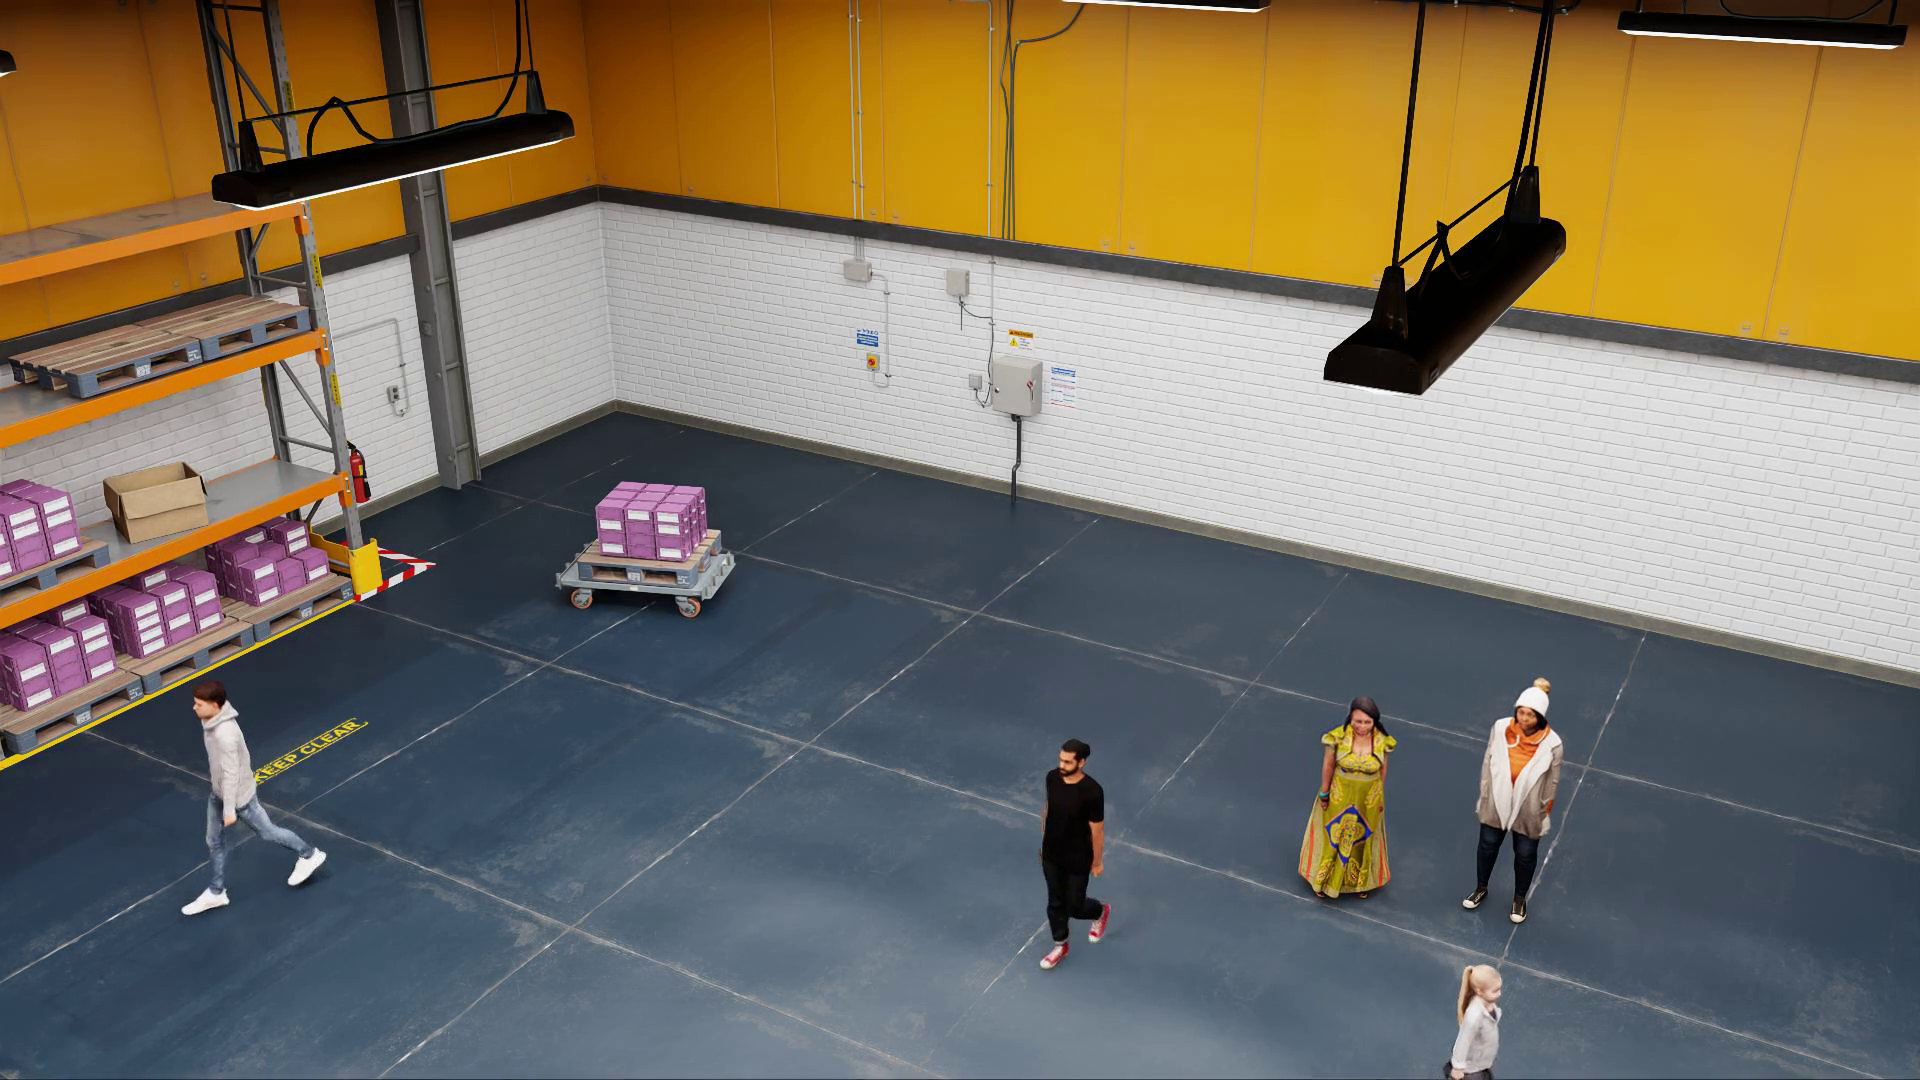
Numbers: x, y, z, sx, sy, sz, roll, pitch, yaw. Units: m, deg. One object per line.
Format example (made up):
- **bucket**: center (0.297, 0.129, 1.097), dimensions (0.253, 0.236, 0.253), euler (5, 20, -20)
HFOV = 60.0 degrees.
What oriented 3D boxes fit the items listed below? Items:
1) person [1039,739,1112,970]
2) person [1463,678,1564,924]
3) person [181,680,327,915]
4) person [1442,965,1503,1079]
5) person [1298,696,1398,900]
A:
- **person**: center (0.798, 2.131, 11.486), dimensions (0.734, 1.745, 0.908), euler (20, 31, 38)
- **person**: center (4.005, 1.849, 11.954), dimensions (0.671, 1.887, 0.641), euler (13, 27, 28)
- **person**: center (-5.166, 1.823, 12.112), dimensions (1.353, 1.809, 0.954), euler (-20, 31, -38)
- **person**: center (3.014, 3.069, 9.945), dimensions (0.619, 1.261, 0.645), euler (16, 28, 32)
- **person**: center (2.882, 1.873, 12.184), dimensions (0.991, 1.659, 0.992), euler (0, 24, 0)
